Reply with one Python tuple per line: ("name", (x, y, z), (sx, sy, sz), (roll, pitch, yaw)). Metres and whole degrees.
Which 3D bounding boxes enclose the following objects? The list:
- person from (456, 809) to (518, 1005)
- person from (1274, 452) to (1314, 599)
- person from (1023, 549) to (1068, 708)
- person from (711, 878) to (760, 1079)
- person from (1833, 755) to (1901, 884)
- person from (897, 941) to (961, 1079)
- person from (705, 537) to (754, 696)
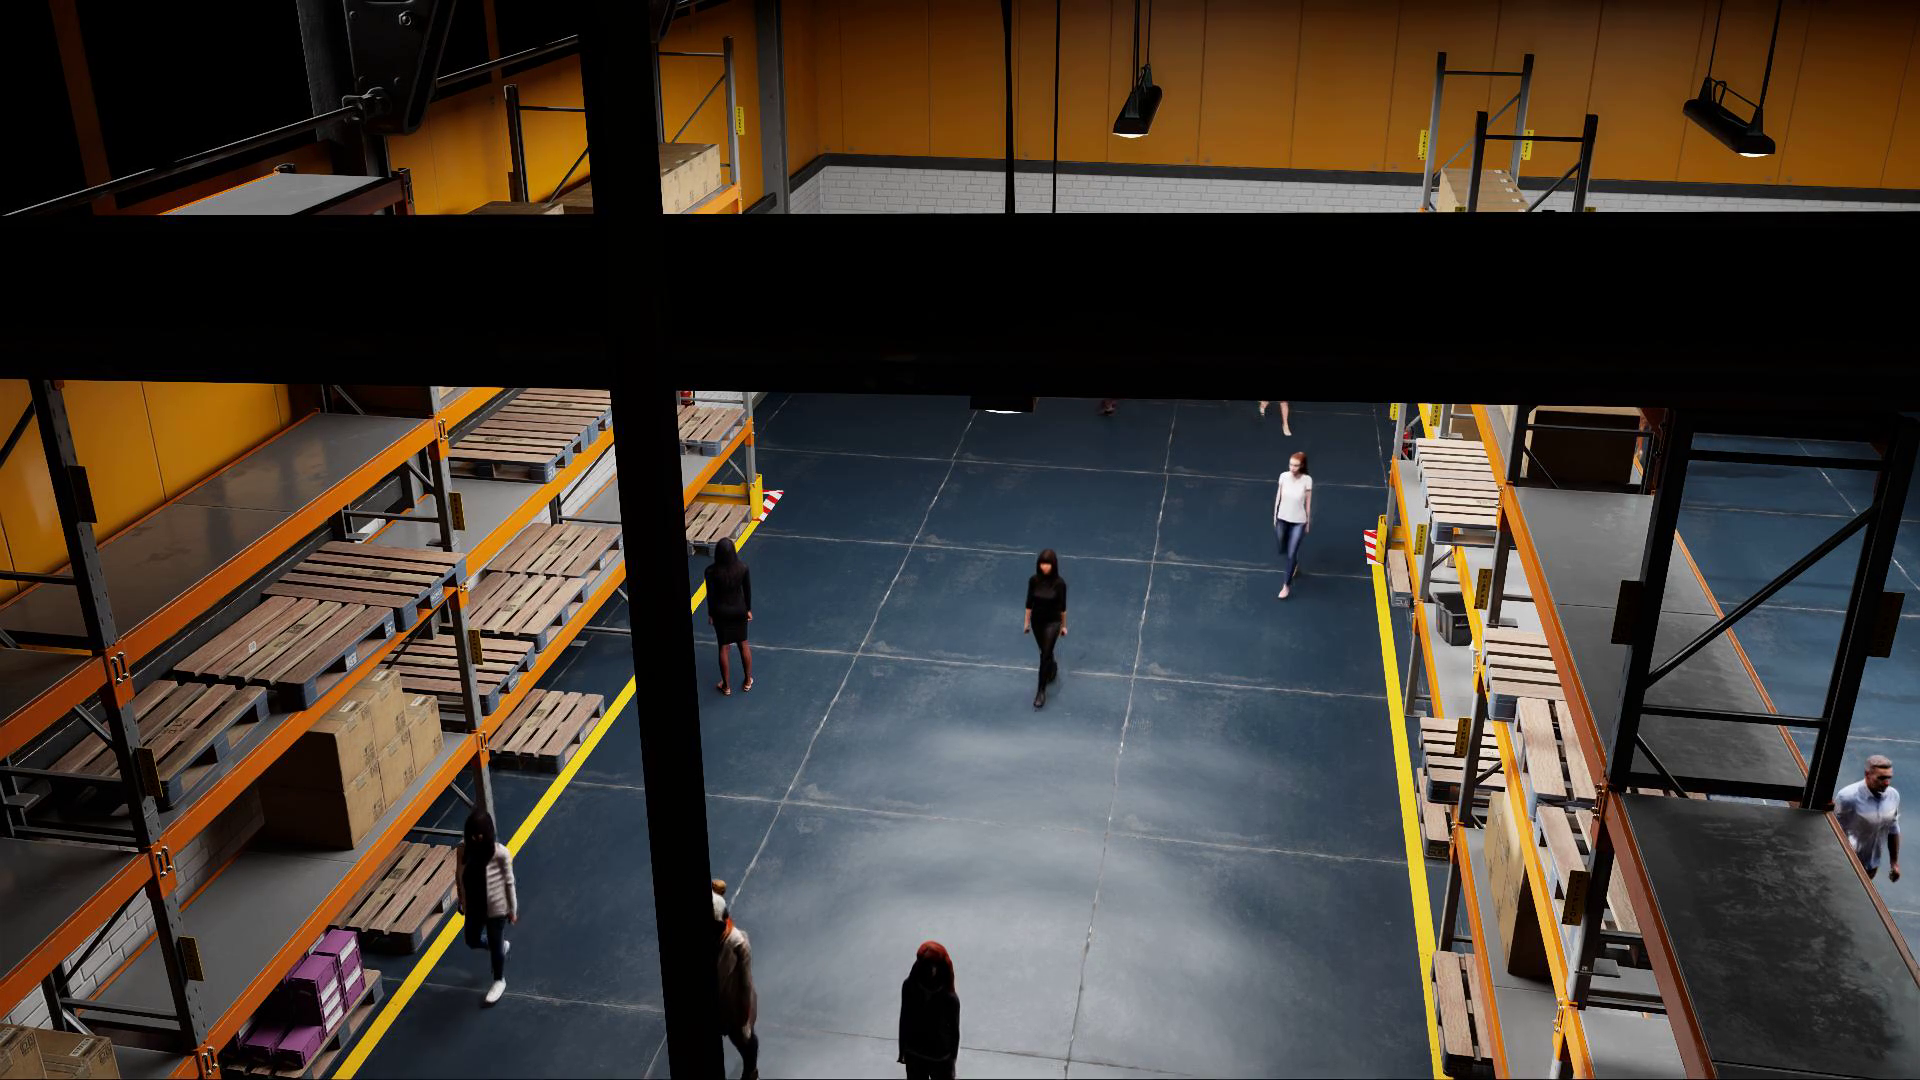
("person", (-3.578, 2.722, 12.672), (0.633, 1.631, 0.708), (4, 24, 10))
("person", (3.881, -0.222, 19.298), (0.783, 1.718, 1.079), (12, 26, 26))
("person", (0.901, 0.825, 17.041), (0.733, 1.607, 1.115), (9, 25, 20))
("person", (-1.594, 3.123, 11.483), (0.787, 1.850, 1.130), (6, 24, 14))
("person", (7.017, 2.454, 13.049), (0.801, 1.820, 0.781), (-5, 24, -12))
("person", (-0.198, 3.393, 10.951), (0.628, 1.780, 0.592), (11, 26, 23))
("person", (-2.361, 0.759, 17.053), (0.679, 1.720, 0.664), (-8, 25, -17))
